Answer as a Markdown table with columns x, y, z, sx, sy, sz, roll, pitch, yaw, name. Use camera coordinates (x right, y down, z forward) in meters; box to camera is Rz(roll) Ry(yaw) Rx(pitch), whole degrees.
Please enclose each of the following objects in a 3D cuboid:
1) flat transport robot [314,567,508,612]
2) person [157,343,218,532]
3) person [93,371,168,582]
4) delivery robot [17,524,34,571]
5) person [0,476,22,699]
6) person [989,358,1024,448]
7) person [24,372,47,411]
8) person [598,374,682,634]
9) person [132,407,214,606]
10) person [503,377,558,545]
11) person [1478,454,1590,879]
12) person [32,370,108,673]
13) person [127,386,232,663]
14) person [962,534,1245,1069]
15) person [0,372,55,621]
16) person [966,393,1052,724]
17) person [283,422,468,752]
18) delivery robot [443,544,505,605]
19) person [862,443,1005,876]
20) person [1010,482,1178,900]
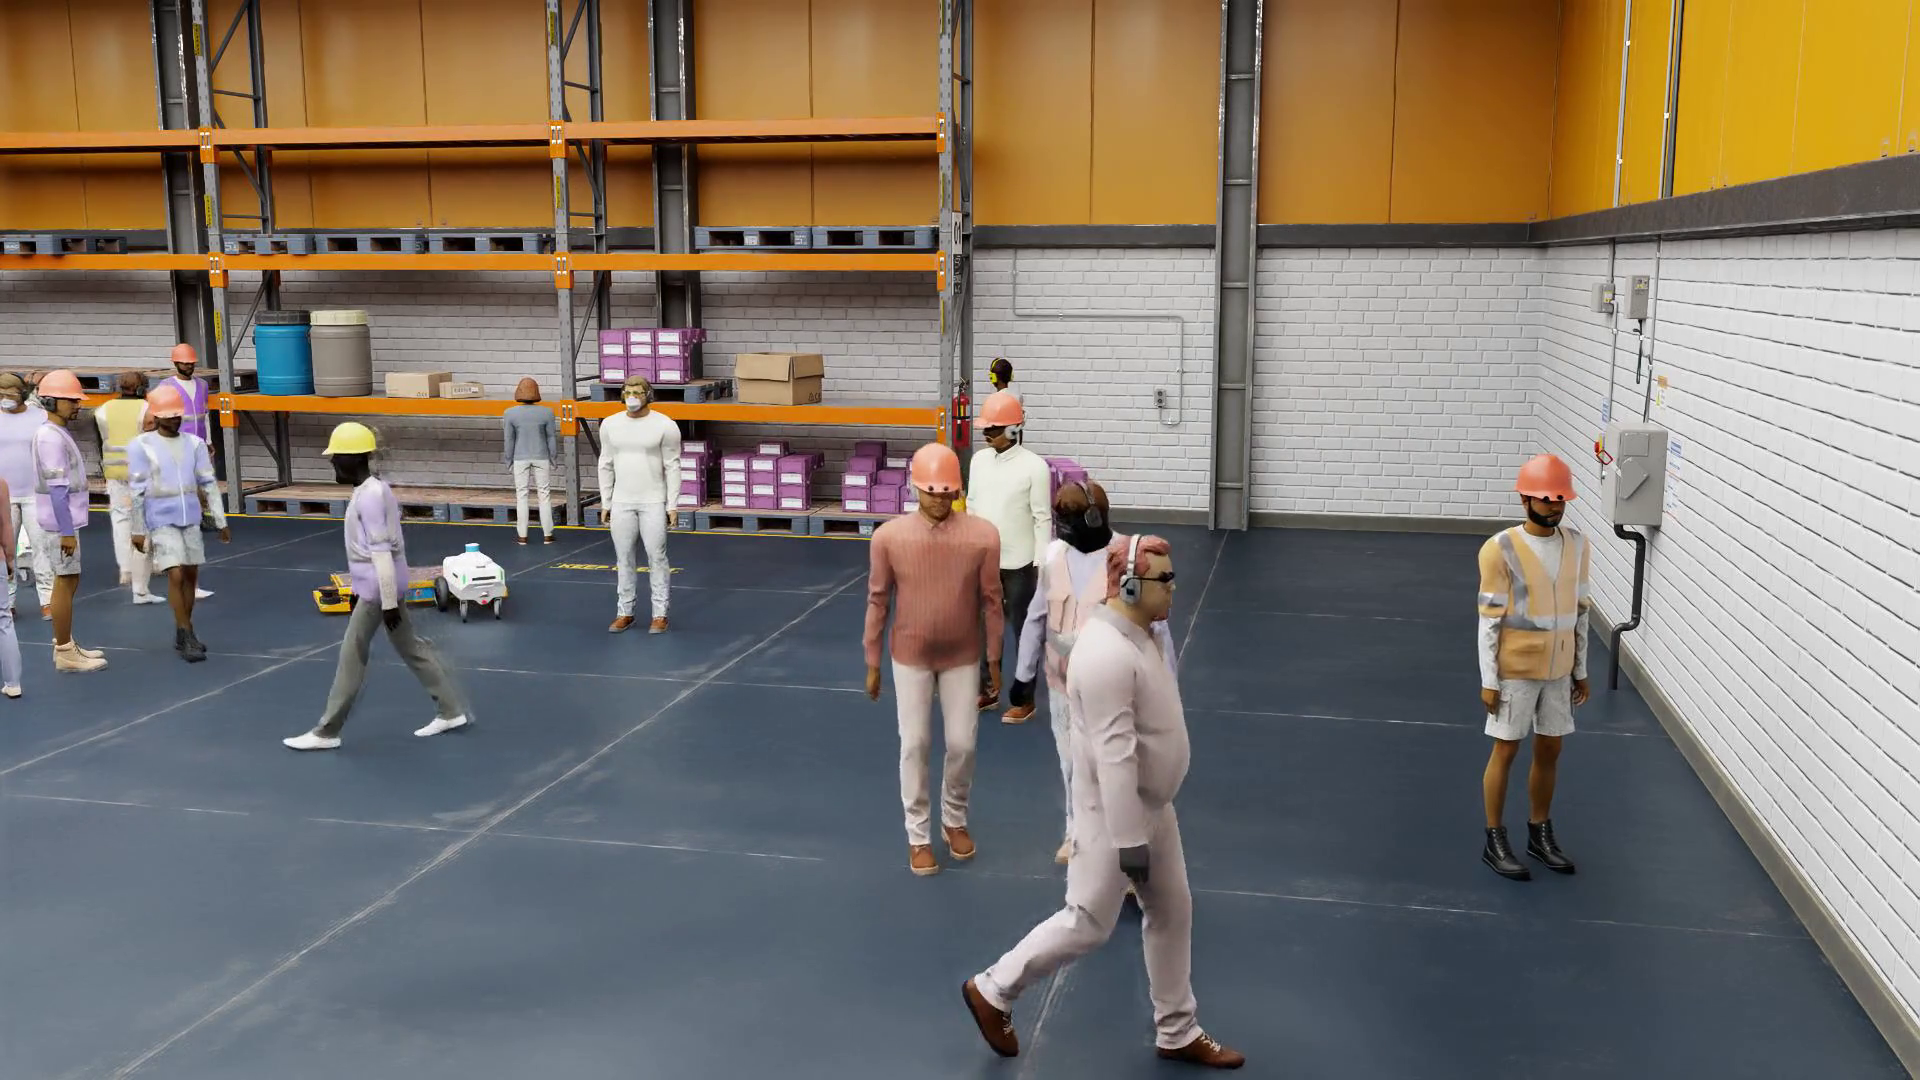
| x | y | z | sx | sy | sz | roll | pitch | yaw | name |
| --- | --- | --- | --- | --- | --- | --- | --- | --- | --- |
| -4.465 | 0.377 | 13.507 | 1.431 | 0.197 | 0.652 | -5 | 11 | -25 | flat transport robot |
| -7.794 | -1.016 | 16.826 | 0.379 | 1.938 | 0.547 | 6 | 11 | 30 | person |
| -7.169 | -0.561 | 14.499 | 0.654 | 1.811 | 0.695 | 0 | 10 | -1 | person |
| -8.069 | 0.048 | 14.334 | 0.707 | 0.478 | 0.477 | 9 | 13 | 43 | delivery robot |
| -6.174 | 0.160 | 10.376 | 0.328 | 1.765 | 0.527 | 7 | 12 | 35 | person |
| 0.398 | -0.756 | 15.515 | 0.323 | 1.861 | 0.518 | 8 | 12 | 38 | person |
| -9.389 | -0.885 | 16.940 | 0.313 | 1.636 | 0.517 | -5 | 11 | -29 | person |
| -2.383 | -0.262 | 12.375 | 0.645 | 1.938 | 0.389 | 1 | 10 | 7 | person |
| -6.410 | -0.287 | 13.453 | 0.683 | 1.612 | 0.518 | -9 | 13 | -42 | person |
| -4.185 | -0.768 | 16.248 | 0.507 | 1.636 | 0.274 | -2 | 10 | -12 | person |
| 2.585 | 0.571 | 7.475 | 0.544 | 1.932 | 0.376 | -3 | 10 | -15 | person |
| -6.025 | -0.126 | 11.247 | 0.383 | 2.039 | 0.614 | -5 | 11 | -28 | person |
| -5.404 | -0.119 | 11.584 | 0.629 | 1.904 | 0.587 | 7 | 12 | 34 | person |
| 0.495 | 0.899 | 5.682 | 0.903 | 1.877 | 0.635 | 3 | 10 | 20 | person |
| -7.201 | -0.326 | 12.761 | 0.628 | 1.933 | 0.377 | -4 | 11 | -24 | person |
| 0.265 | 0.108 | 10.017 | 0.610 | 1.989 | 0.392 | 8 | 13 | 40 | person |
| -3.337 | 0.257 | 9.501 | 1.006 | 1.871 | 0.608 | -3 | 10 | -16 | person |
| -3.804 | 0.272 | 13.009 | 0.477 | 0.478 | 0.707 | -5 | 11 | -28 | delivery robot |
| -0.123 | 0.532 | 7.571 | 0.656 | 1.974 | 0.442 | -1 | 10 | -3 | person |
| 0.596 | 0.649 | 7.368 | 0.783 | 1.799 | 0.774 | 6 | 11 | 31 | person |
